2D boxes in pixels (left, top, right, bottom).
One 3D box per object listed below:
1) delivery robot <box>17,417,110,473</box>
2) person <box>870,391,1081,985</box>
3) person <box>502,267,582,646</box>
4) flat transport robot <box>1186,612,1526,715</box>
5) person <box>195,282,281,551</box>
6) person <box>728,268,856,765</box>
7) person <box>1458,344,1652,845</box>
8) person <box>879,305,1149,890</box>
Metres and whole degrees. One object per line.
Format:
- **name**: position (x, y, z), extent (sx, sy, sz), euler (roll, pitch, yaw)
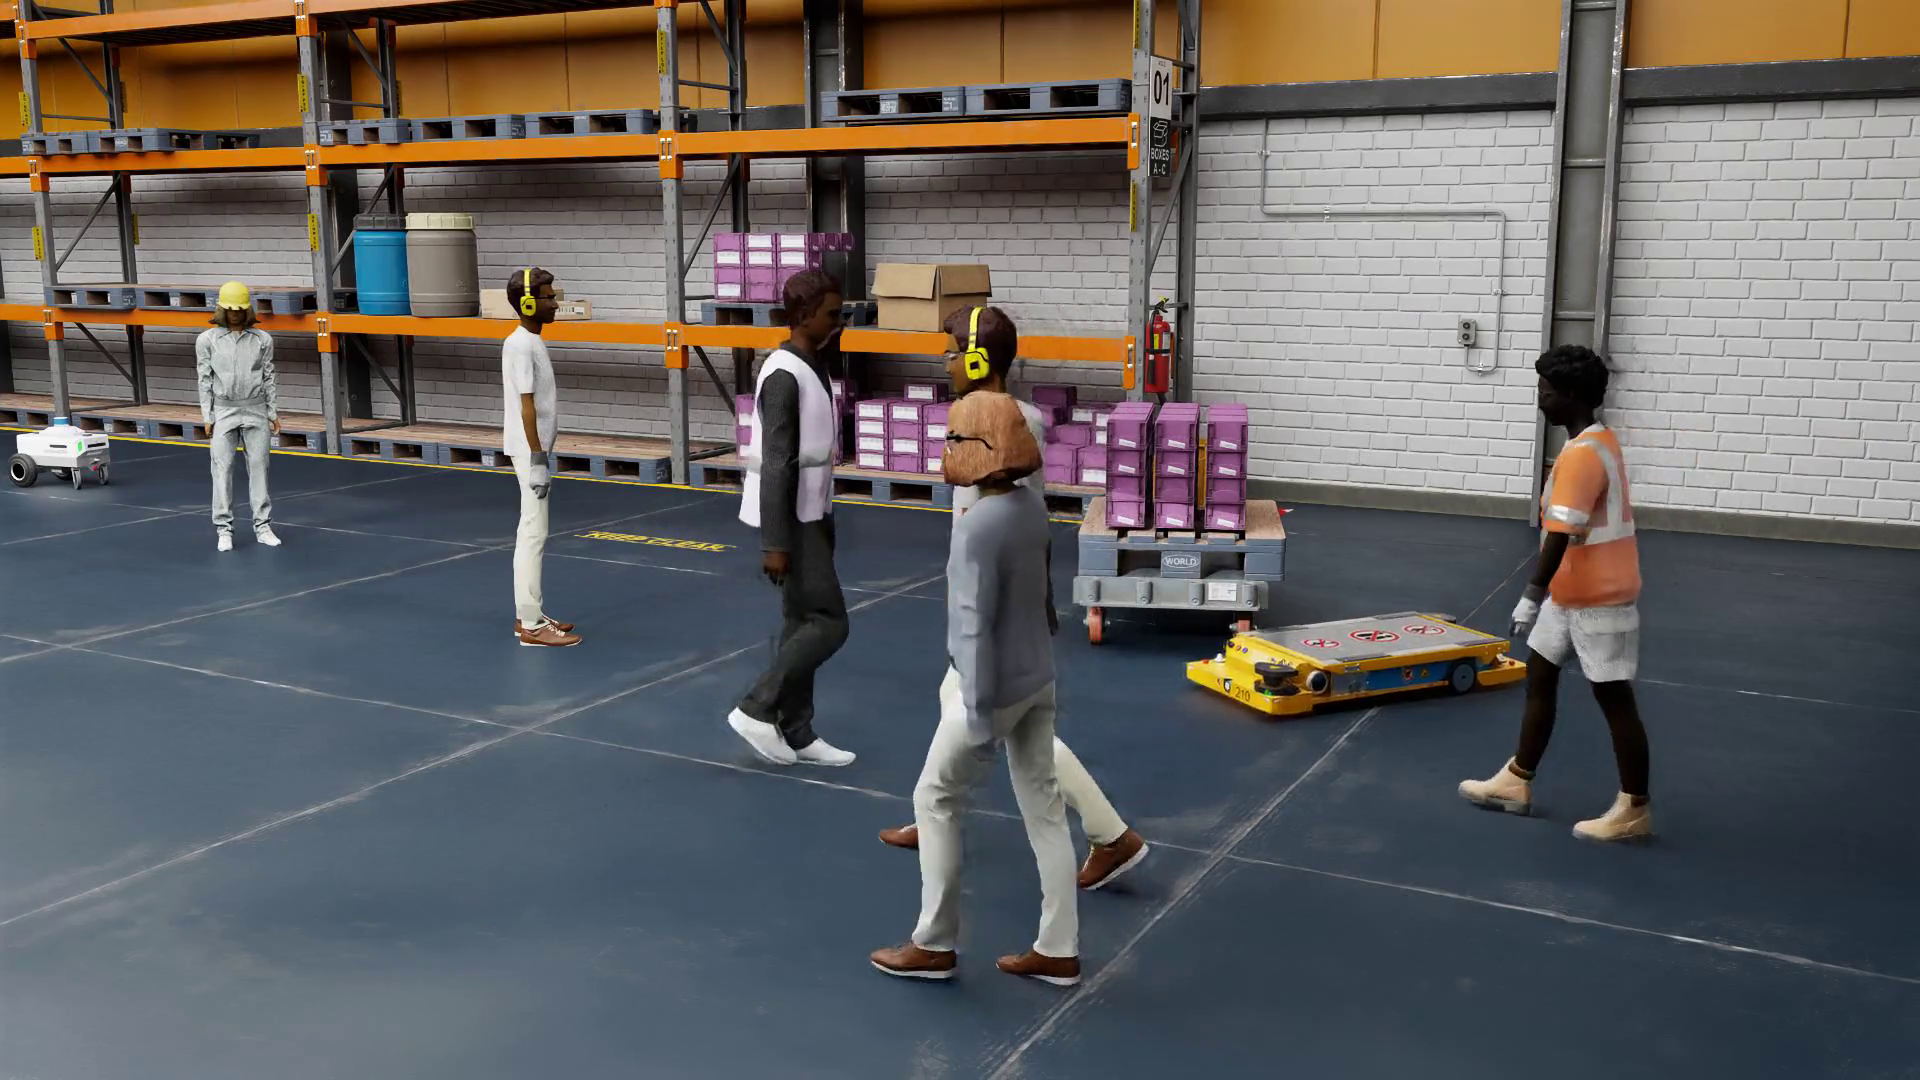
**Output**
- **delivery robot**: position (-7.302, -0.758, 13.547), extent (0.707, 0.478, 0.477), euler (4, 11, 18)
- **person**: position (0.046, 0.407, 4.495), extent (0.674, 1.612, 0.499), euler (6, 12, 29)
- **person**: position (-2.103, -0.410, 8.285), extent (0.328, 1.874, 0.521), euler (-3, 11, -17)
- **flat transport robot**: position (1.804, 0.535, 7.495), extent (1.431, 0.197, 0.652), euler (-5, 11, -25)
- **person**: position (-4.667, -0.801, 10.802), extent (0.484, 1.735, 0.309), euler (-8, 13, -37)
- **person**: position (-0.595, -0.059, 6.260), extent (0.444, 1.904, 0.623), euler (1, 10, 5)
- **person**: position (2.022, 0.177, 5.601), extent (0.747, 1.652, 0.560), euler (4, 11, 22)
- **person**: position (0.169, 0.183, 5.201), extent (0.935, 1.826, 0.530), euler (4, 11, 23)
